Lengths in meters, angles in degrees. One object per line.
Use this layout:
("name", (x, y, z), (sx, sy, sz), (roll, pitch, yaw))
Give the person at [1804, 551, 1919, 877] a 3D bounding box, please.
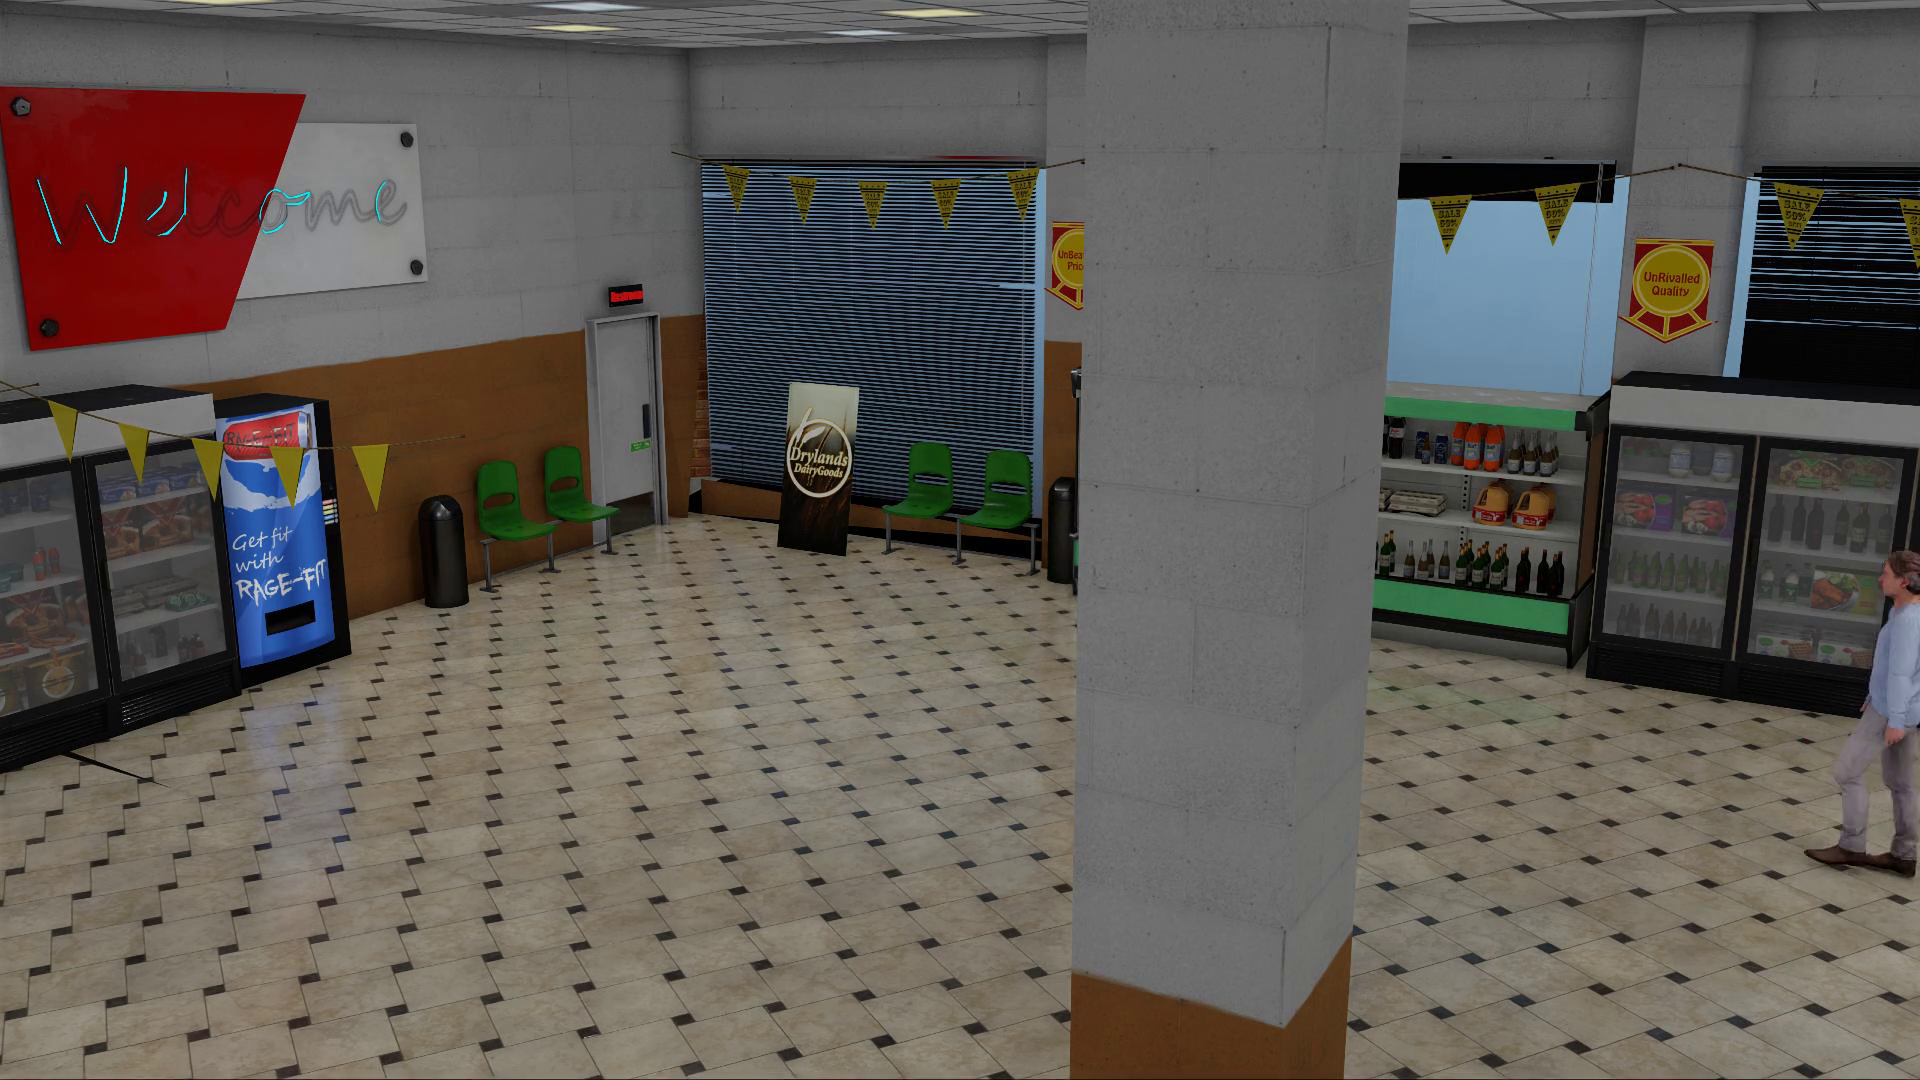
("person", (5.319, 1.002, 9.295), (0.794, 1.873, 0.721), (9, 16, 33))
